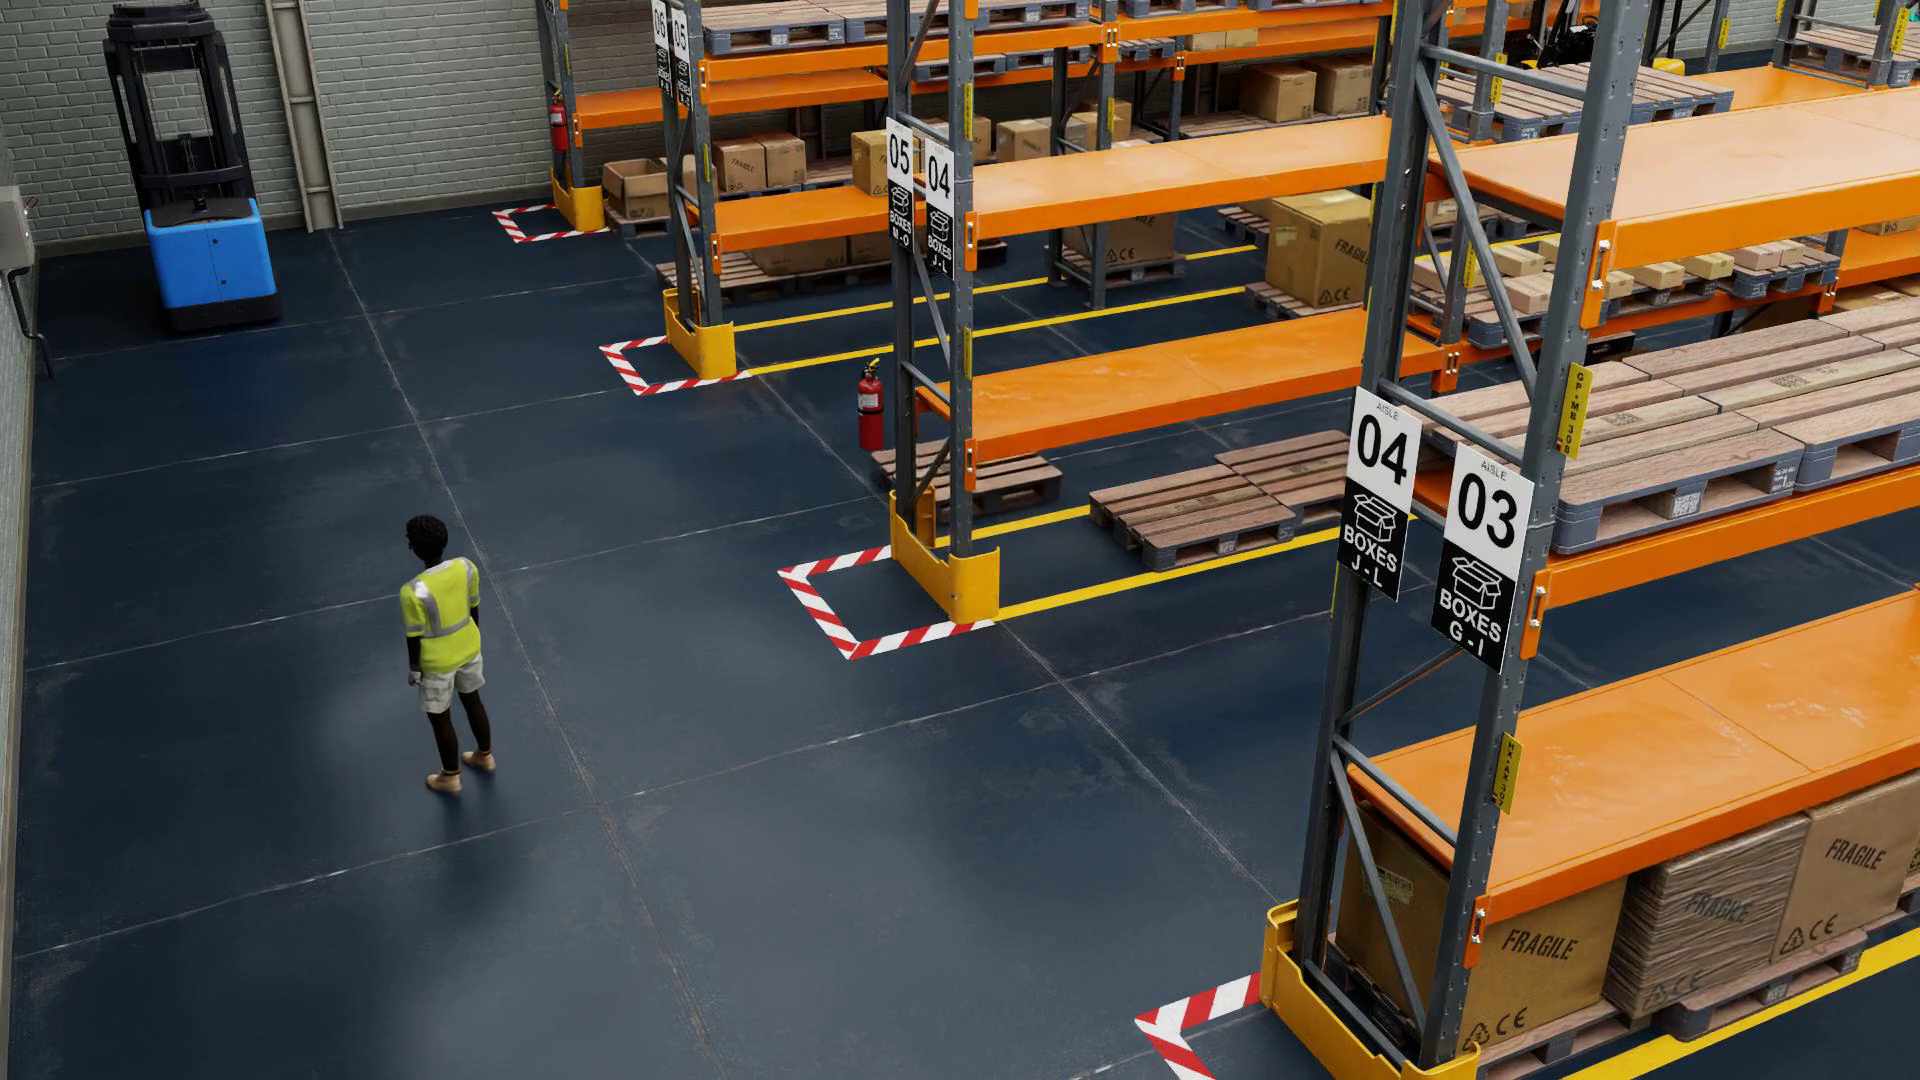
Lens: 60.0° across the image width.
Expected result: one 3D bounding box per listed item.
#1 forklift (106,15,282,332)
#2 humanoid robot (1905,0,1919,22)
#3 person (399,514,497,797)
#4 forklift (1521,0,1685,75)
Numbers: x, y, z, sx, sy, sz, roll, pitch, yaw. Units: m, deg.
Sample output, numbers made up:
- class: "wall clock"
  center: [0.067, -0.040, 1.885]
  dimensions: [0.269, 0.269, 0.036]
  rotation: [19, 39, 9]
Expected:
- class: "forklift"
  center: [-7.548, -3.672, 16.323]
  dimensions: [1.129, 2.768, 1.873]
  rotation: [-12, 30, -22]
- class: "humanoid robot"
  center: [15.453, -8.539, 26.852]
  dimensions: [1.006, 1.731, 0.552]
  rotation: [-17, 32, -29]
- class: "person"
  center: [-2.874, 0.639, 9.337]
  dimensions: [0.320, 1.686, 0.538]
  rotation: [14, 31, 25]
- class: "forklift"
  center: [8.950, -6.807, 23.056]
  dimensions: [1.214, 2.155, 2.313]
  rotation: [-12, 30, -22]
